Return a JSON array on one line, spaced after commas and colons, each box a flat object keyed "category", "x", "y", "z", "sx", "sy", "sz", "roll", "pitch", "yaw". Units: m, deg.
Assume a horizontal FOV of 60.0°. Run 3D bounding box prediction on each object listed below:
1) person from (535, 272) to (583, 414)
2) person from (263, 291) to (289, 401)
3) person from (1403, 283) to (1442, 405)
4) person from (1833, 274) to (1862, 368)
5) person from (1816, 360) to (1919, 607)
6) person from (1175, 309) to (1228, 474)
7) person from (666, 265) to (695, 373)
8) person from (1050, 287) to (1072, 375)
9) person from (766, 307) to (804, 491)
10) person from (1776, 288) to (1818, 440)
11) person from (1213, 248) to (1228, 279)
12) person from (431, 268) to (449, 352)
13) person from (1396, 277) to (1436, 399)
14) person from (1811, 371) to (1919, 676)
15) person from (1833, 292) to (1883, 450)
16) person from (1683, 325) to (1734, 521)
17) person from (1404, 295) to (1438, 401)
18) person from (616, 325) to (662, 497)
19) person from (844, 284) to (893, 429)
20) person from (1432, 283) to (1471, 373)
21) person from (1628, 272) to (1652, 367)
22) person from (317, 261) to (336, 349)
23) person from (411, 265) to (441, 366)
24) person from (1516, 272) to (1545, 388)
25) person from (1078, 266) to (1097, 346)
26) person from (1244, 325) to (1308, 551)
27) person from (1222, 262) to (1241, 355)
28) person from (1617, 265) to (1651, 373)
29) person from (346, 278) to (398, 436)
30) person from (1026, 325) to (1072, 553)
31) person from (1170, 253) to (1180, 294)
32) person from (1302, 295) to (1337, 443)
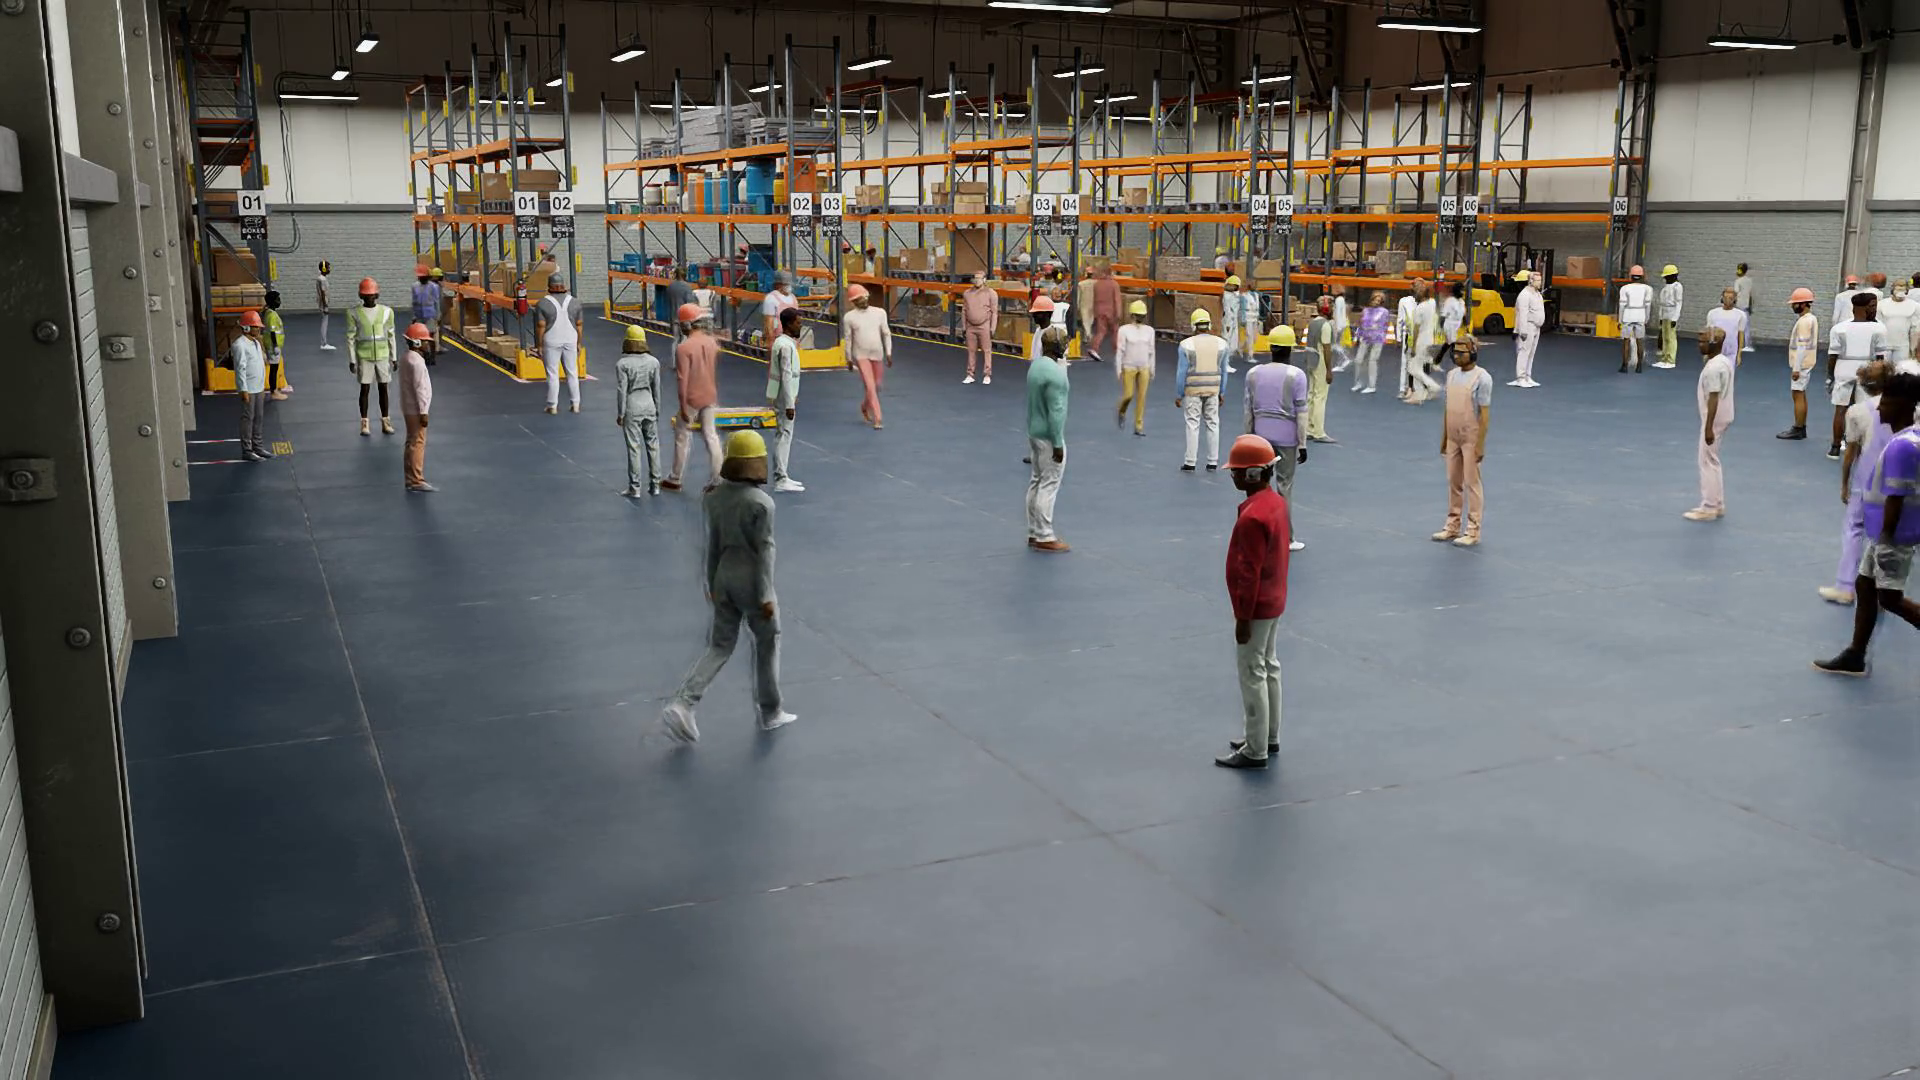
[{"category": "person", "x": -5.805, "y": -2.846, "z": 23.996, "sx": 0.689, "sy": 2.000, "sz": 0.537, "roll": -7, "pitch": 13, "yaw": -32}, {"category": "person", "x": -10.571, "y": -2.991, "z": 25.633, "sx": 0.319, "sy": 1.691, "sz": 0.536, "roll": -5, "pitch": 12, "yaw": -23}, {"category": "person", "x": 6.945, "y": -2.913, "z": 24.873, "sx": 0.537, "sy": 1.828, "sz": 0.520, "roll": 9, "pitch": 14, "yaw": 39}, {"category": "person", "x": 16.288, "y": -3.984, "z": 30.510, "sx": 0.561, "sy": 1.752, "sz": 0.327, "roll": 1, "pitch": 11, "yaw": 4}, {"category": "person", "x": 6.712, "y": -0.397, "z": 12.158, "sx": 0.642, "sy": 1.809, "sz": 0.342, "roll": 6, "pitch": 13, "yaw": 29}, {"category": "person", "x": 2.666, "y": -1.644, "z": 18.442, "sx": 0.588, "sy": 1.823, "sz": 0.403, "roll": -3, "pitch": 11, "yaw": -13}, {"category": "person", "x": -5.019, "y": -3.976, "z": 30.001, "sx": 0.635, "sy": 1.936, "sz": 0.355, "roll": 9, "pitch": 14, "yaw": 37}, {"category": "person", "x": 1.624, "y": -3.430, "z": 27.983, "sx": 0.514, "sy": 1.641, "sz": 0.307, "roll": 1, "pitch": 11, "yaw": 6}, {"category": "person", "x": -1.821, "y": -1.460, "z": 17.300, "sx": 0.396, "sy": 1.910, "sz": 0.587, "roll": -2, "pitch": 11, "yaw": -9}, {"category": "person", "x": 10.698, "y": -2.241, "z": 21.224, "sx": 0.391, "sy": 1.927, "sz": 0.545, "roll": 7, "pitch": 13, "yaw": 31}, {"category": "person", "x": 8.149, "y": -8.273, "z": 52.228, "sx": 0.680, "sy": 1.776, "sz": 0.910, "roll": -8, "pitch": 14, "yaw": -35}, {"category": "person", "x": -10.862, "y": -4.788, "z": 34.629, "sx": 0.325, "sy": 1.740, "sz": 0.492, "roll": 2, "pitch": 11, "yaw": 10}, {"category": "person", "x": 7.054, "y": -3.120, "z": 25.786, "sx": 0.582, "sy": 1.884, "sz": 0.351, "roll": 4, "pitch": 12, "yaw": 18}, {"category": "person", "x": 5.761, "y": -0.055, "z": 10.090, "sx": 0.855, "sy": 1.938, "sz": 0.611, "roll": 8, "pitch": 14, "yaw": 35}, {"category": "person", "x": 10.957, "y": -2.055, "z": 20.289, "sx": 0.589, "sy": 1.918, "sz": 0.398, "roll": -4, "pitch": 12, "yaw": -19}, {"category": "person", "x": 7.042, "y": -1.086, "z": 15.578, "sx": 0.362, "sy": 1.833, "sz": 0.519, "roll": 8, "pitch": 14, "yaw": 35}, {"category": "person", "x": 7.091, "y": -2.990, "z": 25.625, "sx": 0.533, "sy": 1.694, "sz": 0.319, "roll": 10, "pitch": 15, "yaw": 40}, {"category": "person", "x": -3.283, "y": -1.312, "z": 16.958, "sx": 0.492, "sy": 1.743, "sz": 0.295, "roll": -9, "pitch": 15, "yaw": -40}, {"category": "person", "x": -1.249, "y": -2.490, "z": 22.496, "sx": 0.624, "sy": 1.923, "sz": 0.895, "roll": -3, "pitch": 12, "yaw": -16}, {"category": "person", "x": 8.830, "y": -3.783, "z": 29.767, "sx": 0.887, "sy": 1.642, "sz": 0.551, "roll": 11, "pitch": 15, "yaw": 43}, {"category": "person", "x": 12.664, "y": -4.111, "z": 31.011, "sx": 0.517, "sy": 1.819, "sz": 0.538, "roll": -3, "pitch": 12, "yaw": -17}, {"category": "person", "x": -13.450, "y": -4.965, "z": 35.233, "sx": 0.329, "sy": 1.861, "sz": 0.510, "roll": -5, "pitch": 12, "yaw": -22}, {"category": "person", "x": -10.113, "y": -4.249, "z": 31.505, "sx": 0.625, "sy": 1.906, "sz": 0.592, "roll": 2, "pitch": 11, "yaw": 11}, {"category": "person", "x": 9.483, "y": -3.488, "z": 27.599, "sx": 0.407, "sy": 1.906, "sz": 0.654, "roll": 9, "pitch": 14, "yaw": 38}, {"category": "person", "x": 2.804, "y": -5.081, "z": 36.186, "sx": 0.610, "sy": 1.714, "sz": 0.788, "roll": -2, "pitch": 11, "yaw": -12}, {"category": "person", "x": 2.707, "y": -0.865, "z": 14.211, "sx": 0.584, "sy": 1.928, "sz": 0.374, "roll": 9, "pitch": 14, "yaw": 39}, {"category": "person", "x": 5.516, "y": -4.715, "z": 33.886, "sx": 0.353, "sy": 1.887, "sz": 0.572, "roll": 6, "pitch": 13, "yaw": 28}, {"category": "person", "x": 12.140, "y": -3.976, "z": 29.996, "sx": 0.547, "sy": 1.938, "sz": 0.377, "roll": 2, "pitch": 11, "yaw": 9}, {"category": "person", "x": -7.624, "y": -2.378, "z": 21.613, "sx": 0.616, "sy": 2.040, "sz": 0.381, "roll": -7, "pitch": 13, "yaw": -30}, {"category": "person", "x": 0.752, "y": -0.857, "z": 14.177, "sx": 0.363, "sy": 1.932, "sz": 0.630, "roll": -3, "pitch": 11, "yaw": -14}, {"category": "person", "x": 6.661, "y": -8.026, "z": 51.358, "sx": 0.272, "sy": 1.632, "sz": 0.508, "roll": -2, "pitch": 11, "yaw": -12}, {"category": "person", "x": 4.524, "y": -2.149, "z": 20.952, "sx": 0.389, "sy": 1.844, "sz": 0.563, "roll": -2, "pitch": 11, "yaw": -10}]
